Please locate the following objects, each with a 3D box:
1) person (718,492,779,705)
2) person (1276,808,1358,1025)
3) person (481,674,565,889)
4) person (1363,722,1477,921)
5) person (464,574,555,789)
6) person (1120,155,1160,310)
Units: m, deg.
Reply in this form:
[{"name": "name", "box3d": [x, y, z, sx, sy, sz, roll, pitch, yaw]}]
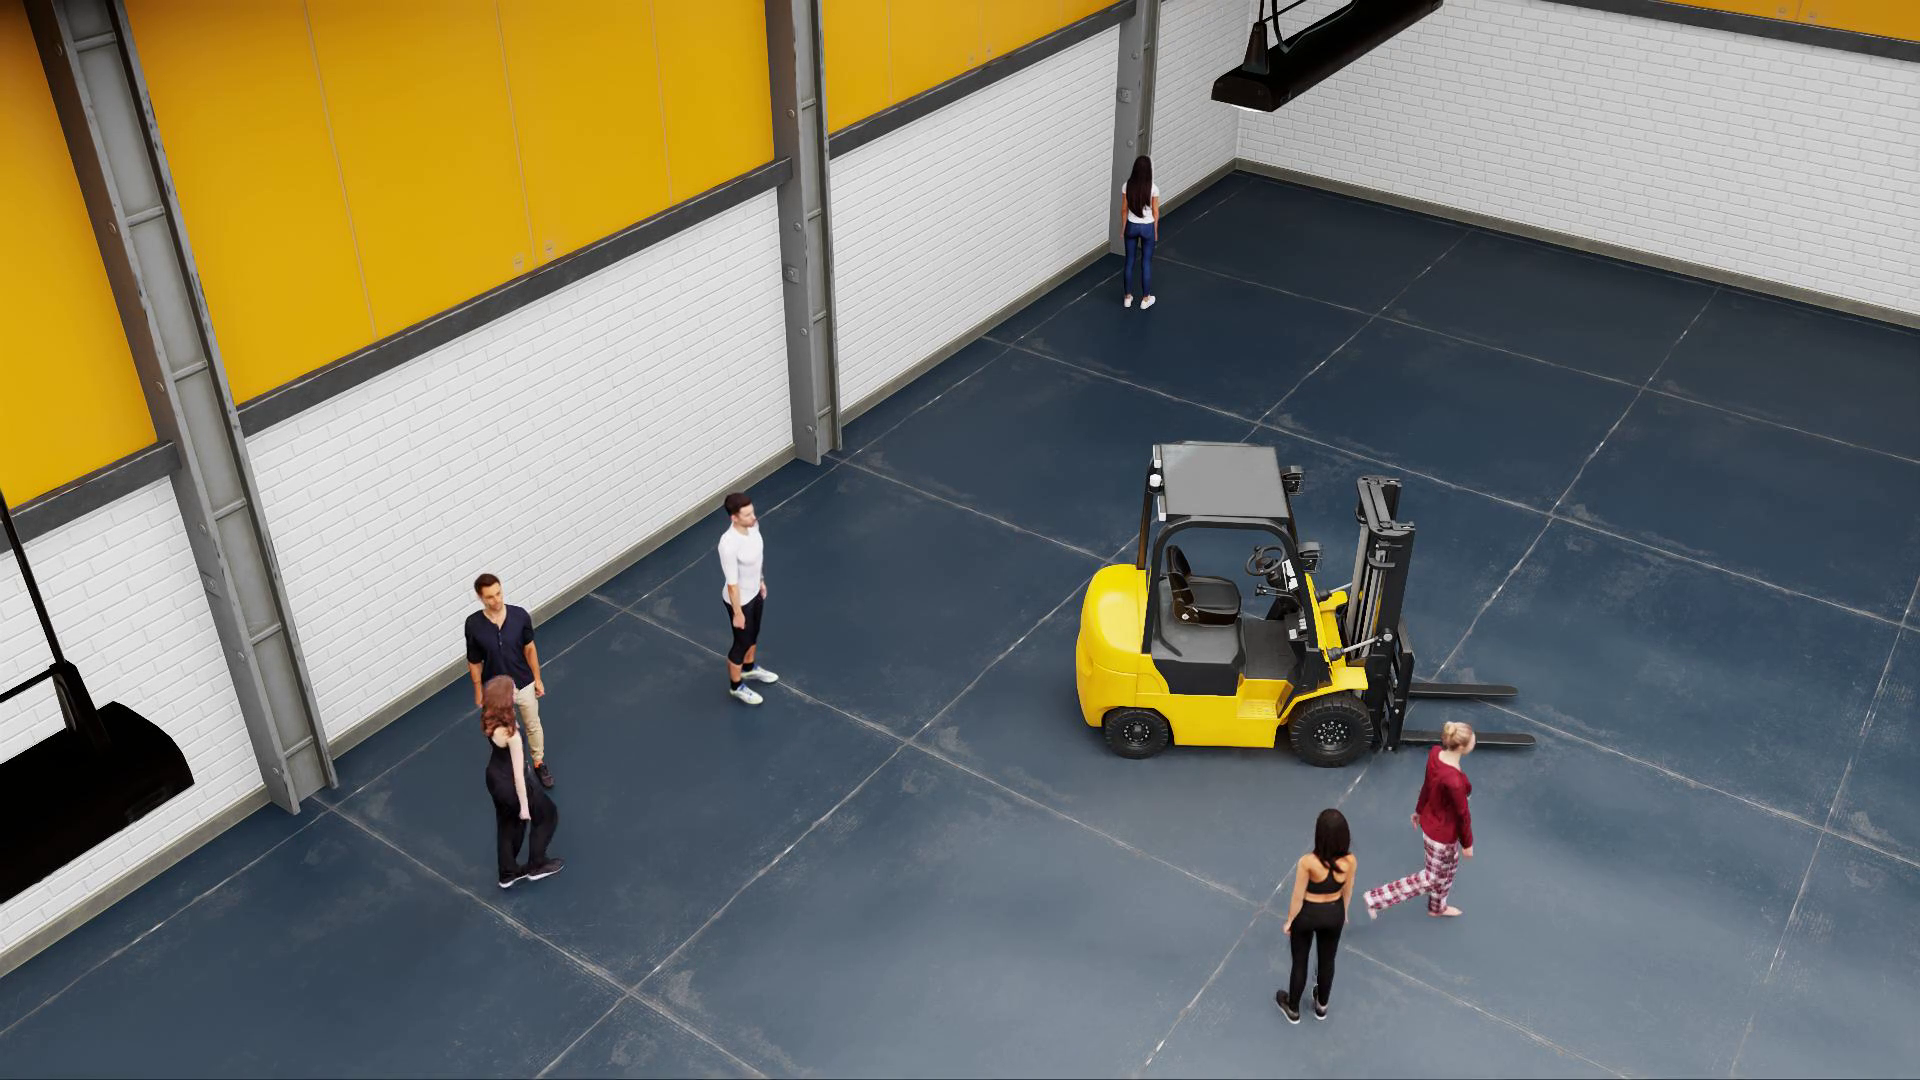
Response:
[{"name": "person", "box3d": [-1.668, 0.407, 12.778, 0.773, 1.844, 0.584, 11, 35, 16]}, {"name": "person", "box3d": [2.182, 2.299, 10.113, 0.630, 1.642, 0.683, -4, 34, -7]}, {"name": "person", "box3d": [-3.063, 1.652, 11.010, 0.681, 1.727, 0.724, 28, 42, 35]}, {"name": "person", "box3d": [3.028, 1.870, 10.724, 0.992, 1.681, 0.978, -2, 34, -4]}, {"name": "person", "box3d": [-3.224, 1.013, 11.851, 0.661, 1.861, 0.768, -12, 35, -17]}, {"name": "person", "box3d": [2.012, -3.448, 18.641, 0.626, 1.774, 0.579, 14, 36, 20]}]
